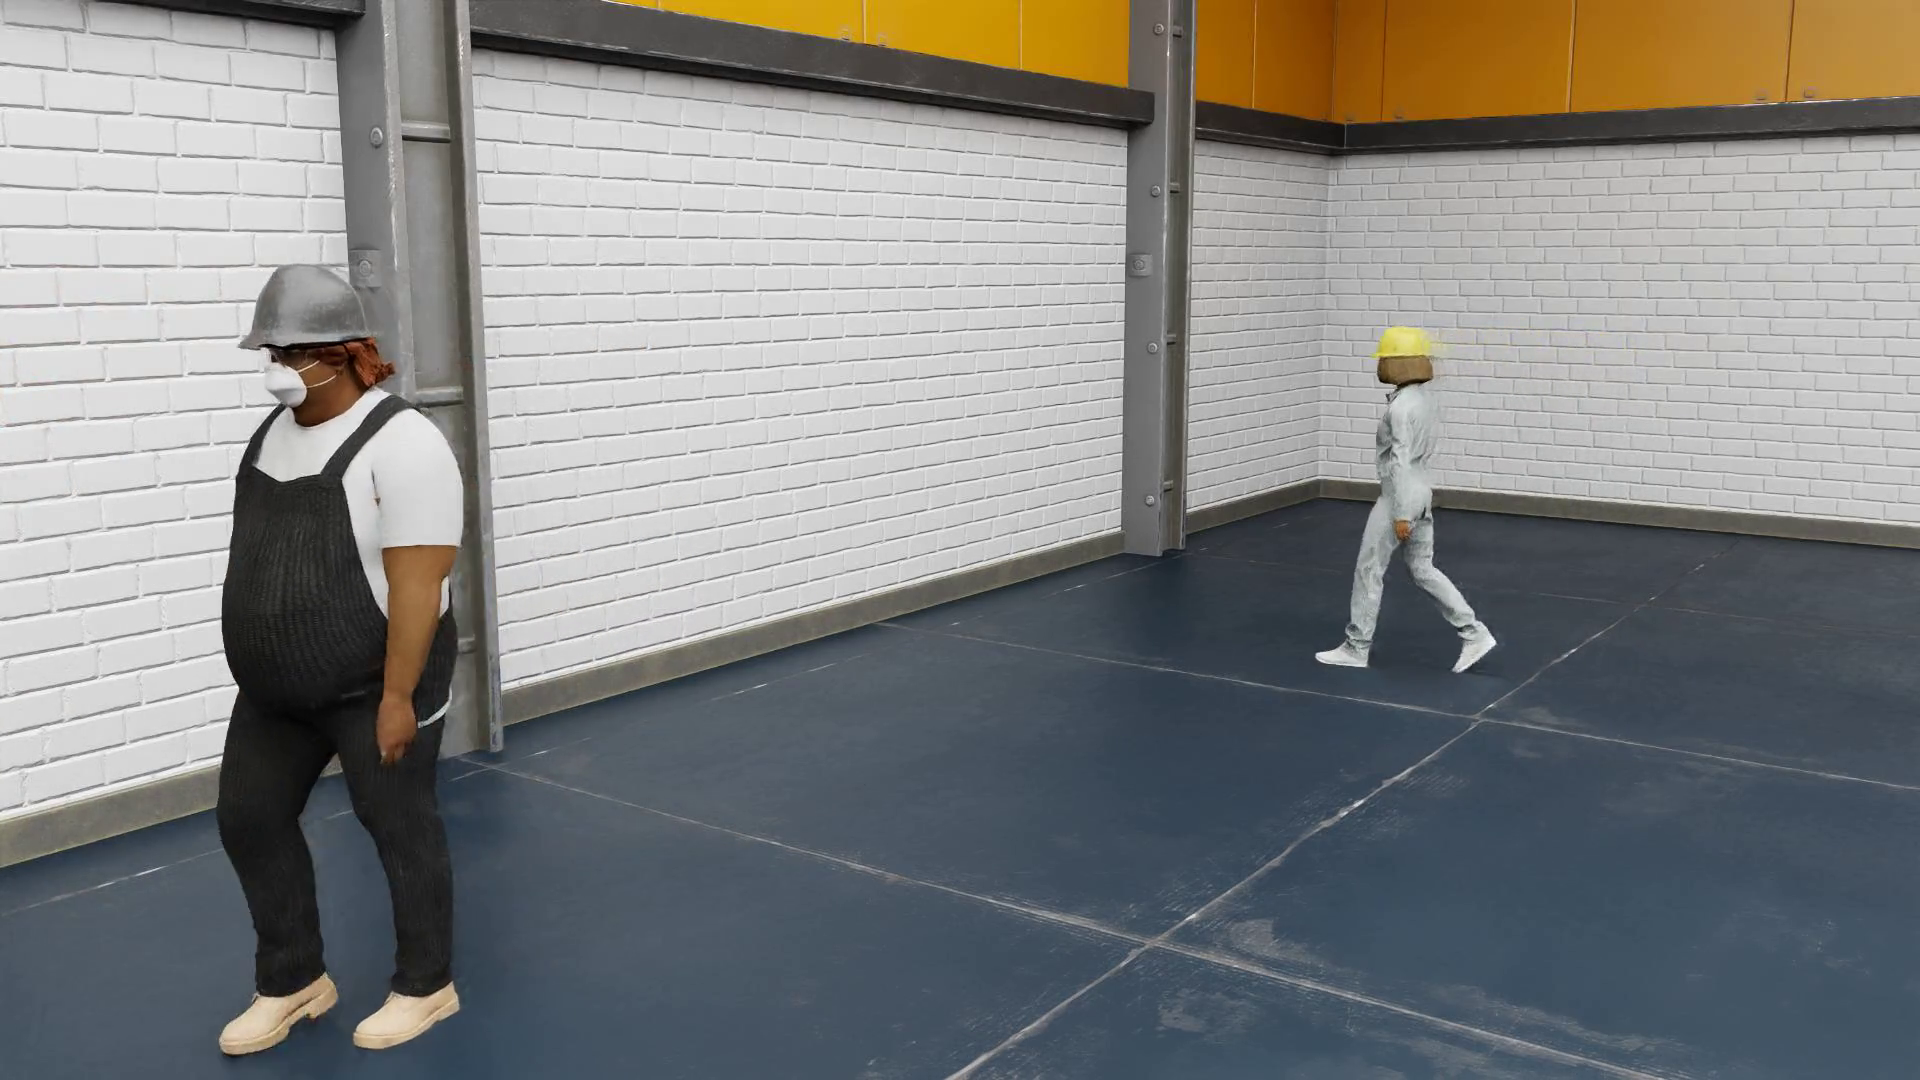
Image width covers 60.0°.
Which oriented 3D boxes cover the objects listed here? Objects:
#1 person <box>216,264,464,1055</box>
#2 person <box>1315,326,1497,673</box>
[{"bbox_3d":[-1.595,0.316,4.158,0.701,2.000,0.679,5,11,28],"label":"person"},{"bbox_3d":[2.211,-0.191,8.129,0.813,1.710,0.484,6,11,32],"label":"person"}]
